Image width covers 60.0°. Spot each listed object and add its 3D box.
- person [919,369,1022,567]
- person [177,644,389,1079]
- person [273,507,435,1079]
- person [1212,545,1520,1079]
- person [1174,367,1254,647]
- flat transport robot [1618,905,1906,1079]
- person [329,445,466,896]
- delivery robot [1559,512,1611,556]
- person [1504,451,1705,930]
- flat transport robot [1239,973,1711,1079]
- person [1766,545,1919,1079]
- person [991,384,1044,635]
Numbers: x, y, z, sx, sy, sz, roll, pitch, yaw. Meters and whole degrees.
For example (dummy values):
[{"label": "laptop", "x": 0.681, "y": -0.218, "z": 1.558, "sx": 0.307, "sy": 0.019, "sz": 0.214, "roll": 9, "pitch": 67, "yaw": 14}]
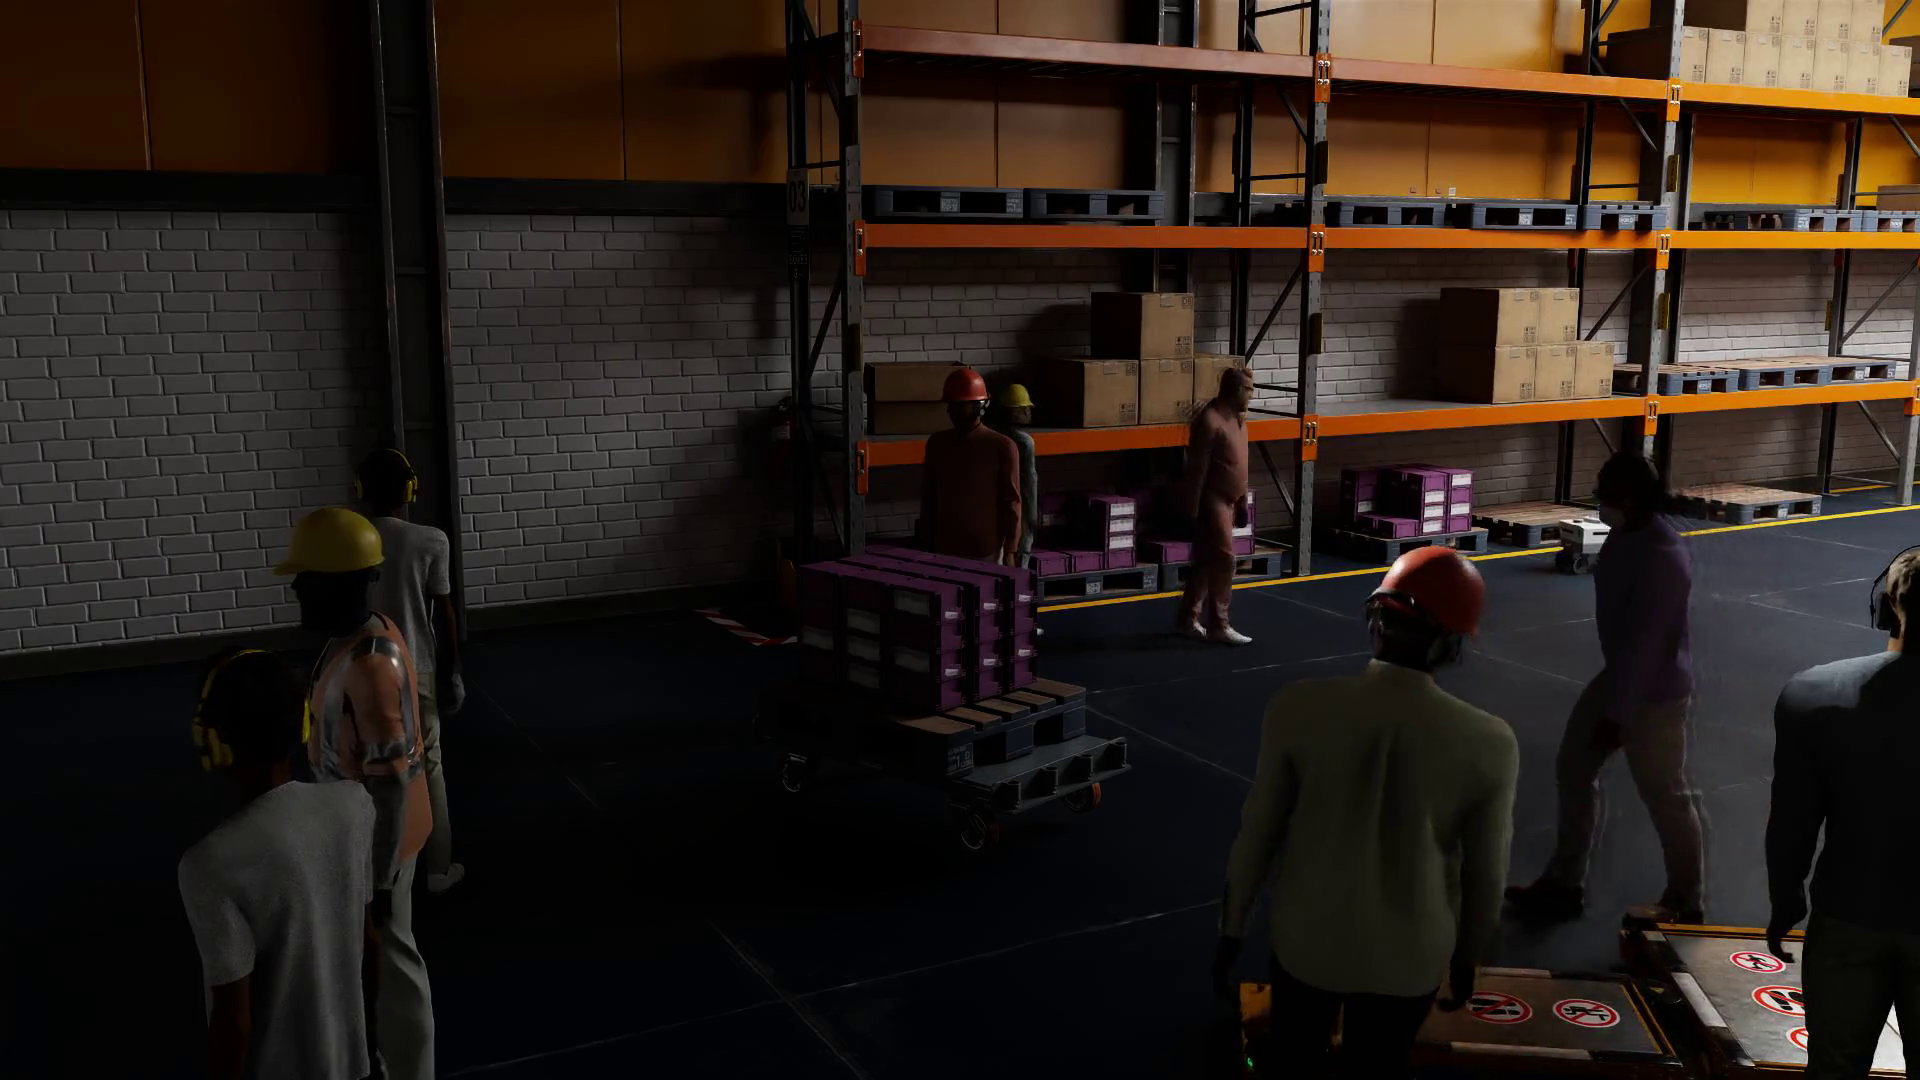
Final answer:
[{"label": "person", "x": 0.038, "y": 0.030, "z": 9.399, "sx": 0.622, "sy": 1.992, "sz": 0.394, "roll": 5, "pitch": 11, "yaw": 28}, {"label": "person", "x": -1.379, "y": 1.133, "z": 3.427, "sx": 0.313, "sy": 1.864, "sz": 0.530, "roll": 3, "pitch": 10, "yaw": 19}, {"label": "person", "x": -1.732, "y": 0.857, "z": 4.831, "sx": 0.380, "sy": 1.928, "sz": 0.586, "roll": -4, "pitch": 11, "yaw": -24}, {"label": "person", "x": 0.976, "y": 0.976, "z": 4.076, "sx": 0.698, "sy": 1.952, "sz": 0.485, "roll": 3, "pitch": 10, "yaw": 17}, {"label": "person", "x": 1.776, "y": -0.227, "z": 11.238, "sx": 0.673, "sy": 1.870, "sz": 0.679, "roll": 5, "pitch": 11, "yaw": 26}, {"label": "flat transport robot", "x": 2.694, "y": 1.572, "z": 5.484, "sx": 0.652, "sy": 0.197, "sz": 1.431, "roll": 1, "pitch": 10, "yaw": 8}, {"label": "person", "x": -2.299, "y": 0.545, "z": 6.796, "sx": 0.533, "sy": 1.871, "sz": 0.320, "roll": -2, "pitch": 10, "yaw": -11}, {"label": "delivery robot", "x": 5.346, "y": -0.056, "z": 13.770, "sx": 0.707, "sy": 0.478, "sz": 0.477, "roll": -2, "pitch": 10, "yaw": -10}, {"label": "person", "x": 2.532, "y": 0.595, "z": 6.423, "sx": 0.836, "sy": 1.890, "sz": 0.683, "roll": 1, "pitch": 10, "yaw": 4}, {"label": "flat transport robot", "x": 1.633, "y": 1.593, "z": 5.362, "sx": 1.431, "sy": 0.197, "sz": 0.652, "roll": 1, "pitch": 10, "yaw": 8}, {"label": "person", "x": 2.350, "y": 0.970, "z": 4.171, "sx": 0.627, "sy": 1.935, "sz": 0.373, "roll": 6, "pitch": 12, "yaw": 31}, {"label": "person", "x": 0.363, "y": -0.204, "z": 11.474, "sx": 0.315, "sy": 1.743, "sz": 0.489, "roll": -9, "pitch": 13, "yaw": -41}]
